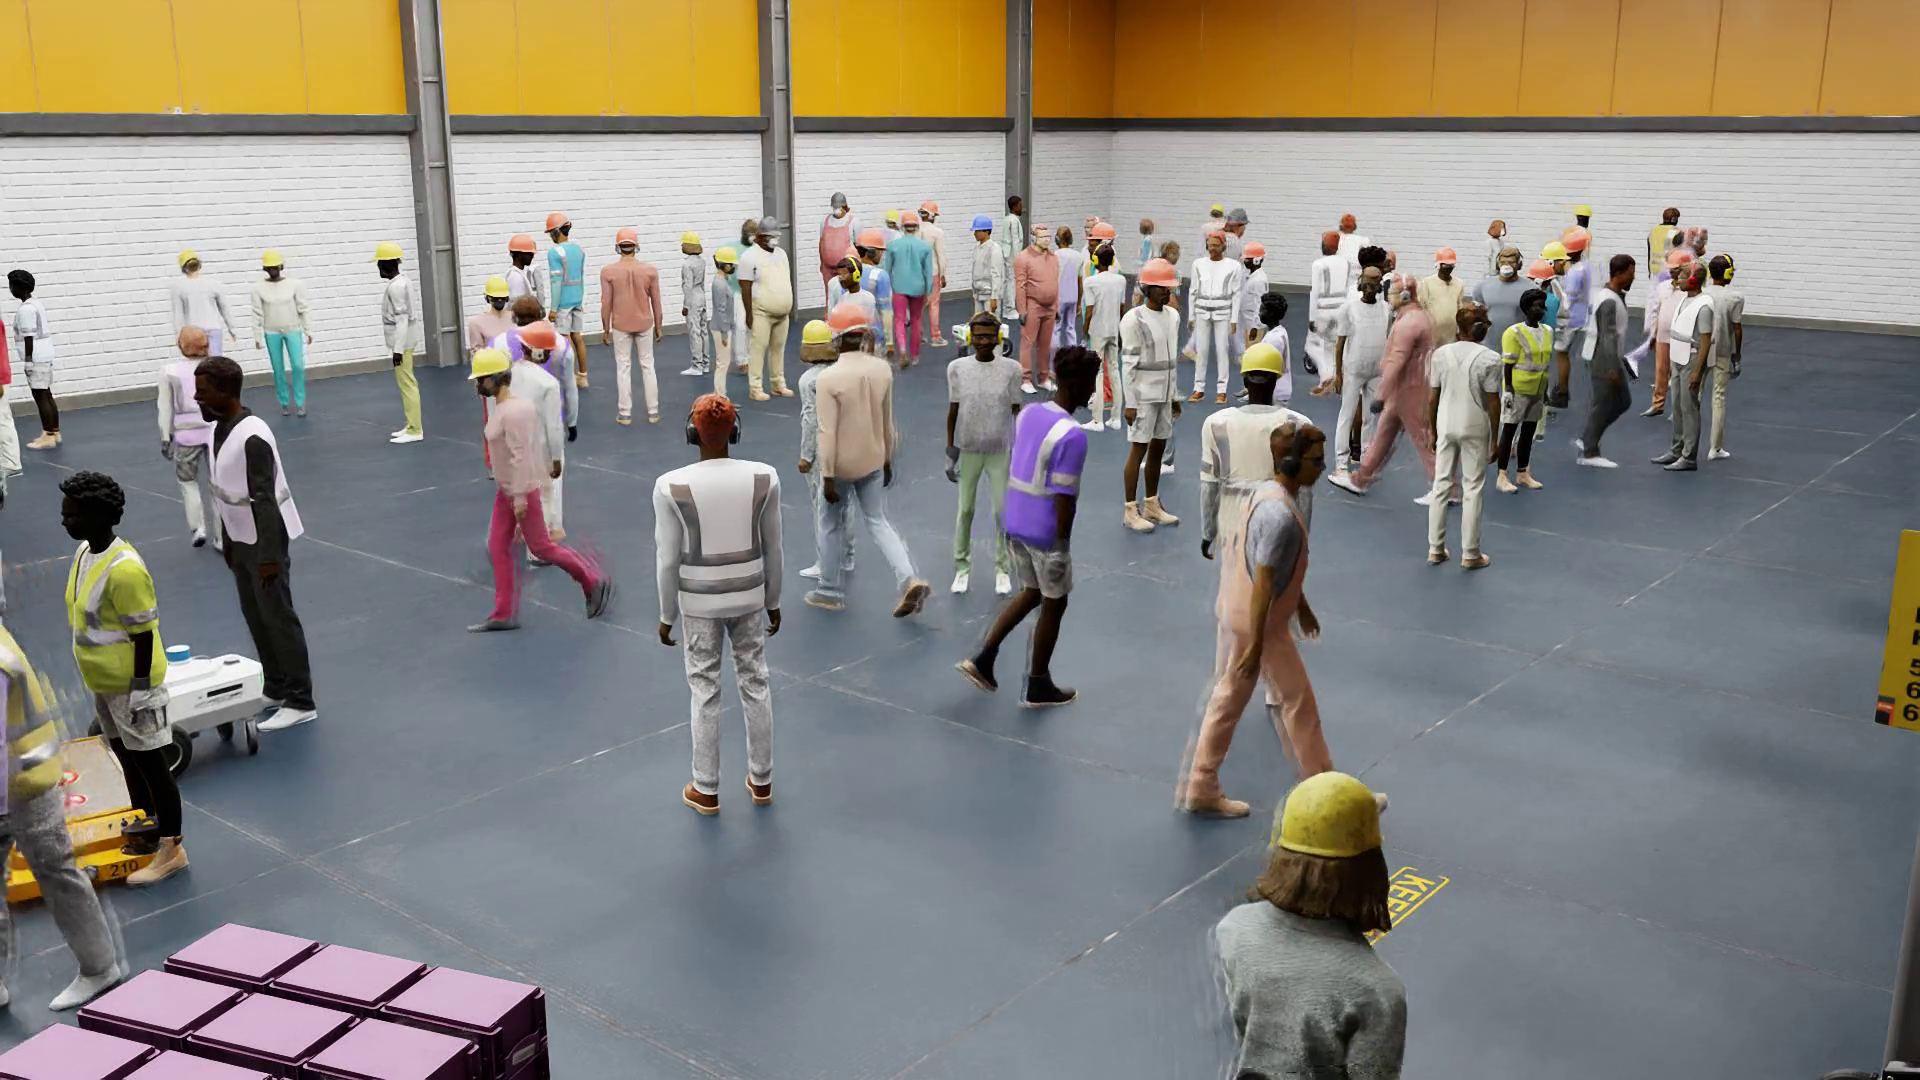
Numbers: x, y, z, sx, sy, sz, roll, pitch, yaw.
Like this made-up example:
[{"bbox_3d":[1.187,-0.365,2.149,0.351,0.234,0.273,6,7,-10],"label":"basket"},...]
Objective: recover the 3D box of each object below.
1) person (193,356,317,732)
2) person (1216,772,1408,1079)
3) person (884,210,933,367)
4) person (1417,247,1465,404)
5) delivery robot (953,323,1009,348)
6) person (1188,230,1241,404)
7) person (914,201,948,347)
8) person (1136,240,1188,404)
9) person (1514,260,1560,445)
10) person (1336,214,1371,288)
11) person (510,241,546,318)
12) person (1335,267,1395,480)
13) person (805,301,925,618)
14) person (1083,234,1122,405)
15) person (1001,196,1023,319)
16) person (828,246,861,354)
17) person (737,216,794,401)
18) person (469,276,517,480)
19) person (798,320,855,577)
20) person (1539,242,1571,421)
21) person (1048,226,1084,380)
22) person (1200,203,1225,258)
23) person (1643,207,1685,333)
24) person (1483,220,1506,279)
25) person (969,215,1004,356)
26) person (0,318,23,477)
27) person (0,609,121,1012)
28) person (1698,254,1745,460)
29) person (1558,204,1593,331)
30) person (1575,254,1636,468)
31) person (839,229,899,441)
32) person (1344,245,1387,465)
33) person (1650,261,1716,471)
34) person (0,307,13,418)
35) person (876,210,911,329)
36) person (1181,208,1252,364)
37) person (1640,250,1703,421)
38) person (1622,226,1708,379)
[{"bbox_3d":[-3.560,0.015,8.406,0.423,1.906,0.595,-11,18,-39],"label":"person"},{"bbox_3d":[0.750,1.324,3.534,0.494,1.712,0.648,13,19,42],"label":"person"},{"bbox_3d":[-0.646,-3.153,20.923,0.626,1.973,0.825,-1,14,-5],"label":"person"},{"bbox_3d":[5.108,-2.233,17.674,0.563,1.752,0.327,-4,15,-17],"label":"person"},{"bbox_3d":[0.268,-2.720,21.866,0.707,0.478,0.477,-6,15,-21],"label":"delivery robot"},{"bbox_3d":[2.775,-2.436,18.228,0.575,1.883,0.355,6,15,22],"label":"person"},{"bbox_3d":[-0.440,-3.665,22.934,0.608,1.984,0.397,9,17,32],"label":"person"},{"bbox_3d":[2.157,-2.395,18.295,0.528,1.784,0.940,-11,18,-37],"label":"person"},{"bbox_3d":[5.480,-1.785,15.881,0.323,1.755,0.563,11,18,38],"label":"person"},{"bbox_3d":[5.170,-3.409,22.197,0.595,1.839,0.971,2,14,8],"label":"person"},{"bbox_3d":[-5.274,-2.841,20.341,0.518,1.639,0.312,9,17,32],"label":"person"},{"bbox_3d":[3.457,-1.415,14.233,0.518,1.839,0.329,-3,14,-11],"label":"person"},{"bbox_3d":[-0.605,-0.482,10.248,0.623,1.966,0.895,-12,19,-41],"label":"person"},{"bbox_3d":[1.526,-2.356,17.840,0.375,1.915,0.592,-7,16,-27],"label":"person"},{"bbox_3d":[0.822,-4.443,26.177,0.393,1.919,0.589,-3,14,-12],"label":"person"},{"bbox_3d":[-1.128,-2.273,17.840,0.575,1.747,0.340,4,15,15],"label":"person"},{"bbox_3d":[-2.106,-2.584,18.499,0.535,2.000,0.696,12,18,40],"label":"person"},{"bbox_3d":[-3.933,-1.393,14.319,0.518,1.757,0.339,-8,16,-30],"label":"person"},{"bbox_3d":[-0.928,-0.610,11.220,0.318,1.740,0.488,9,17,31],"label":"person"},{"bbox_3d":[6.086,-2.157,17.216,0.404,1.833,0.590,6,15,22],"label":"person"},{"bbox_3d":[1.239,-2.828,19.897,0.518,1.836,0.346,-8,16,-28],"label":"person"},{"bbox_3d":[4.215,-4.666,27.414,0.527,1.754,0.359,4,15,17],"label":"person"},{"bbox_3d":[10.281,-3.915,24.251,0.430,1.835,0.619,-5,15,-19],"label":"person"},{"bbox_3d":[7.910,-3.919,24.657,0.280,1.634,0.498,13,19,42],"label":"person"},{"bbox_3d":[0.312,-2.978,20.284,0.414,1.941,0.607,-8,16,-28],"label":"person"},{"bbox_3d":[-8.435,-1.409,14.414,0.574,1.740,0.348,13,19,42],"label":"person"},{"bbox_3d":[-3.270,0.857,5.609,0.690,1.600,0.612,-10,17,-34],"label":"person"},{"bbox_3d":[6.868,-1.664,15.175,0.513,1.869,0.328,11,18,37],"label":"person"},{"bbox_3d":[8.929,-3.971,24.396,0.946,1.886,0.594,-7,16,-25],"label":"person"},{"bbox_3d":[5.776,-1.588,14.805,0.454,1.900,0.598,8,16,28],"label":"person"},{"bbox_3d":[-0.867,-1.958,16.004,0.605,2.038,0.382,10,17,36],"label":"person"},{"bbox_3d":[3.645,-1.664,14.974,0.368,1.966,0.603,-2,14,-6],"label":"person"},{"bbox_3d":[6.441,-1.530,14.690,0.373,1.839,0.570,1,14,3],"label":"person"},{"bbox_3d":[-9.583,-1.812,16.253,0.513,1.631,0.316,-3,14,-10],"label":"person"},{"bbox_3d":[-0.994,-3.971,24.578,0.589,1.780,0.970,6,15,24],"label":"person"},{"bbox_3d":[3.328,-3.236,21.107,0.990,2.000,0.700,-3,14,-10],"label":"person"},{"bbox_3d":[7.363,-2.106,17.173,0.342,1.749,0.573,-9,17,-31],"label":"person"},{"bbox_3d":[8.332,-2.755,19.548,0.817,1.866,0.664,2,14,7],"label":"person"}]
